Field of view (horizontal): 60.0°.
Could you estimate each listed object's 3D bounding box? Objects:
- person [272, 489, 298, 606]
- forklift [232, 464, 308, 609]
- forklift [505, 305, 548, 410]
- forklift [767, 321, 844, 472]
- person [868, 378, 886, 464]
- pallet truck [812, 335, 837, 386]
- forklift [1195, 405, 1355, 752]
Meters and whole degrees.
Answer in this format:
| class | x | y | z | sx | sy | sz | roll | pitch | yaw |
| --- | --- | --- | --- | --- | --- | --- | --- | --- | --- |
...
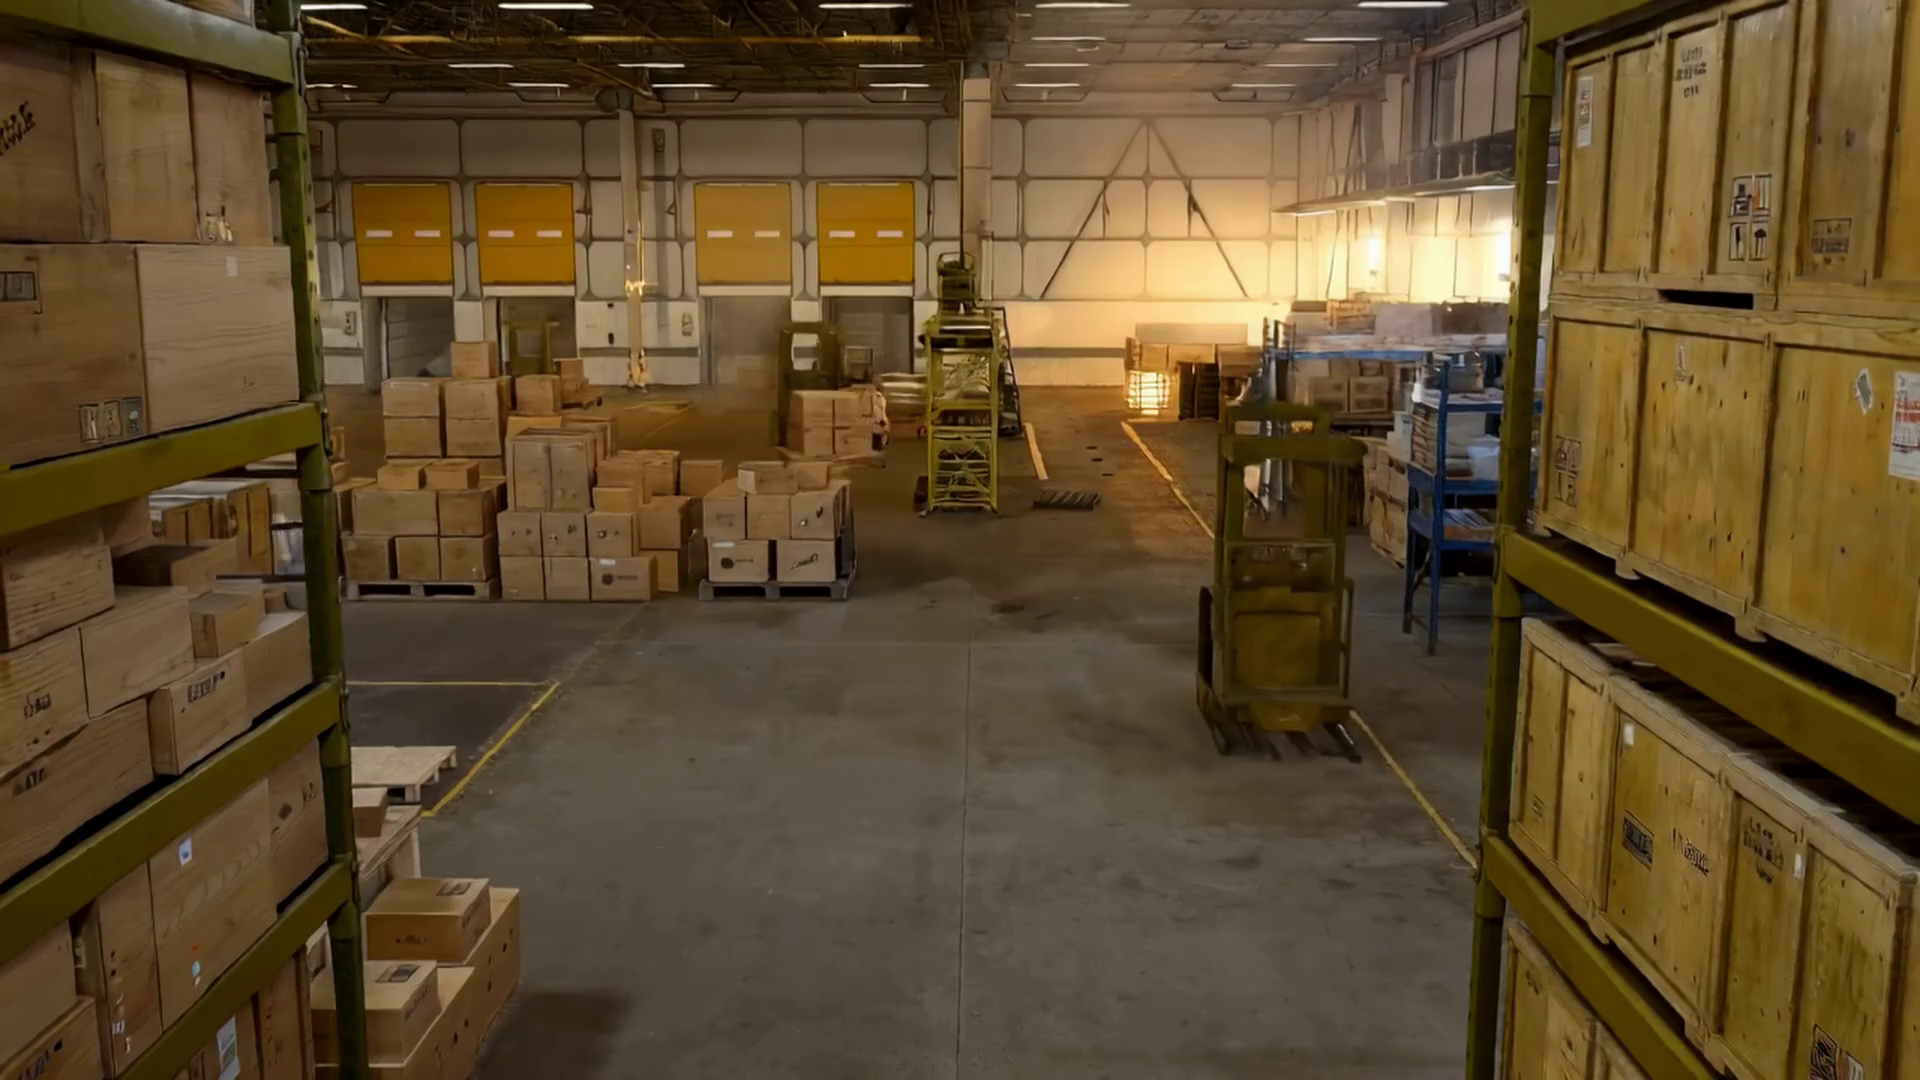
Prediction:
| class | x | y | z | sx | sy | sz | roll | pitch | yaw |
| --- | --- | --- | --- | --- | --- | --- | --- | --- | --- |
| person | -6.683 | 0.377 | 16.361 | 0.754 | 1.910 | 0.558 | 5 | 11 | 25 |
| forklift | -7.470 | -0.202 | 16.865 | 1.873 | 2.768 | 1.129 | 0 | 10 | 0 |
| forklift | -10.736 | -4.433 | 41.277 | 1.129 | 2.768 | 1.873 | 0 | 10 | 1 |
| forklift | -2.991 | -2.754 | 31.594 | 1.129 | 2.768 | 1.873 | -3 | 10 | -18 |
| person | -1.620 | -2.342 | 32.656 | 0.322 | 1.689 | 0.530 | -5 | 11 | -29 |
| pallet truck | -3.021 | -4.312 | 43.126 | 1.885 | 1.965 | 0.823 | 3 | 10 | 17 |
| forklift | 2.695 | 0.230 | 14.375 | 1.129 | 2.768 | 1.873 | 0 | 10 | 1 |
